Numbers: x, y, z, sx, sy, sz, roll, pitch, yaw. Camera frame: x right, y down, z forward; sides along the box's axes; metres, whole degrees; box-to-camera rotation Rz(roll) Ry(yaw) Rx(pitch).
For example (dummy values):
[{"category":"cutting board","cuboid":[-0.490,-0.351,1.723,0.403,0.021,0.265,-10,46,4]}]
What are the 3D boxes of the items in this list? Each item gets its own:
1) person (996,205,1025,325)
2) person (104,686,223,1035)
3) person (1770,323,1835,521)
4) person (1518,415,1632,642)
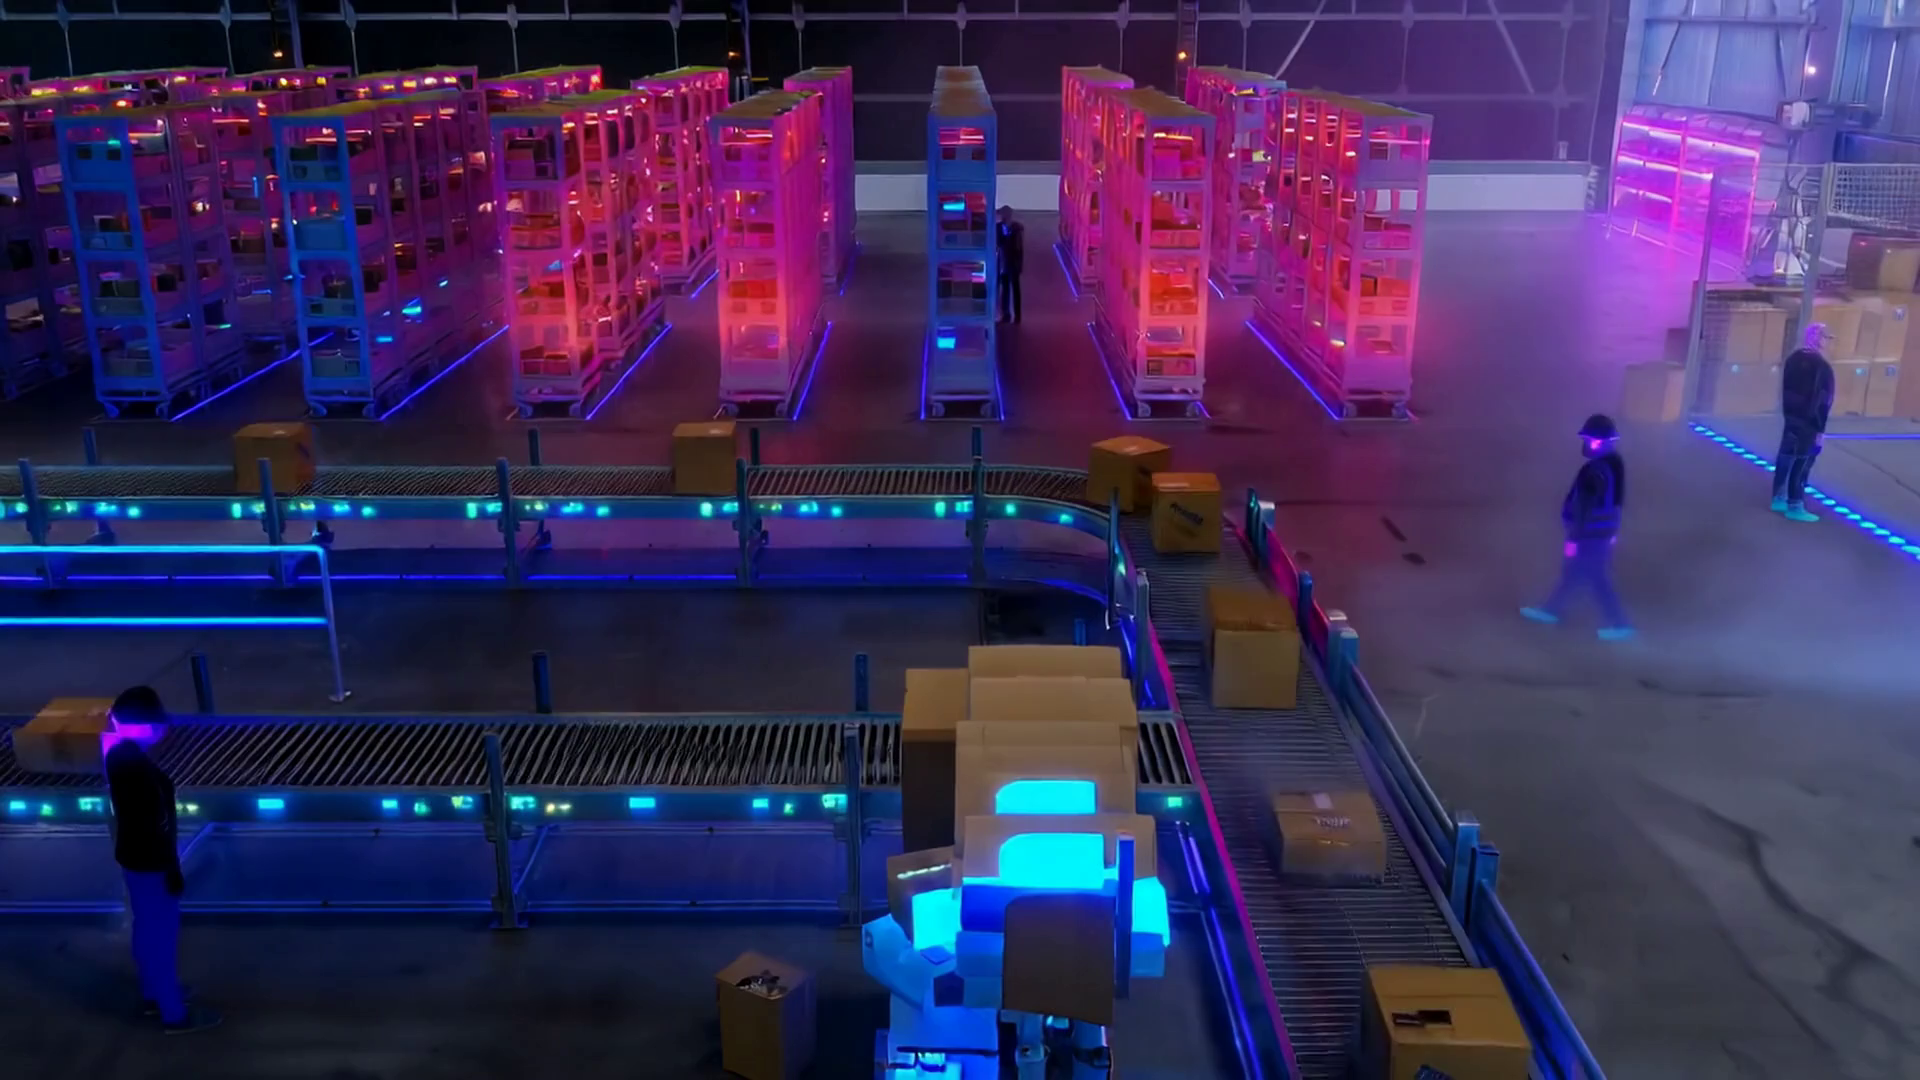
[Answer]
[{"category":"person","cuboid":[0.760,-4.281,25.872,0.571,1.830,0.411,15,23,39]},{"category":"person","cuboid":[-3.890,1.541,8.047,0.327,1.761,0.522,-16,24,-40]},{"category":"person","cuboid":[8.191,-1.145,16.074,0.410,1.913,0.651,-1,18,-3]},{"category":"person","cuboid":[4.955,-0.100,13.064,0.915,1.788,0.607,12,21,32]}]
